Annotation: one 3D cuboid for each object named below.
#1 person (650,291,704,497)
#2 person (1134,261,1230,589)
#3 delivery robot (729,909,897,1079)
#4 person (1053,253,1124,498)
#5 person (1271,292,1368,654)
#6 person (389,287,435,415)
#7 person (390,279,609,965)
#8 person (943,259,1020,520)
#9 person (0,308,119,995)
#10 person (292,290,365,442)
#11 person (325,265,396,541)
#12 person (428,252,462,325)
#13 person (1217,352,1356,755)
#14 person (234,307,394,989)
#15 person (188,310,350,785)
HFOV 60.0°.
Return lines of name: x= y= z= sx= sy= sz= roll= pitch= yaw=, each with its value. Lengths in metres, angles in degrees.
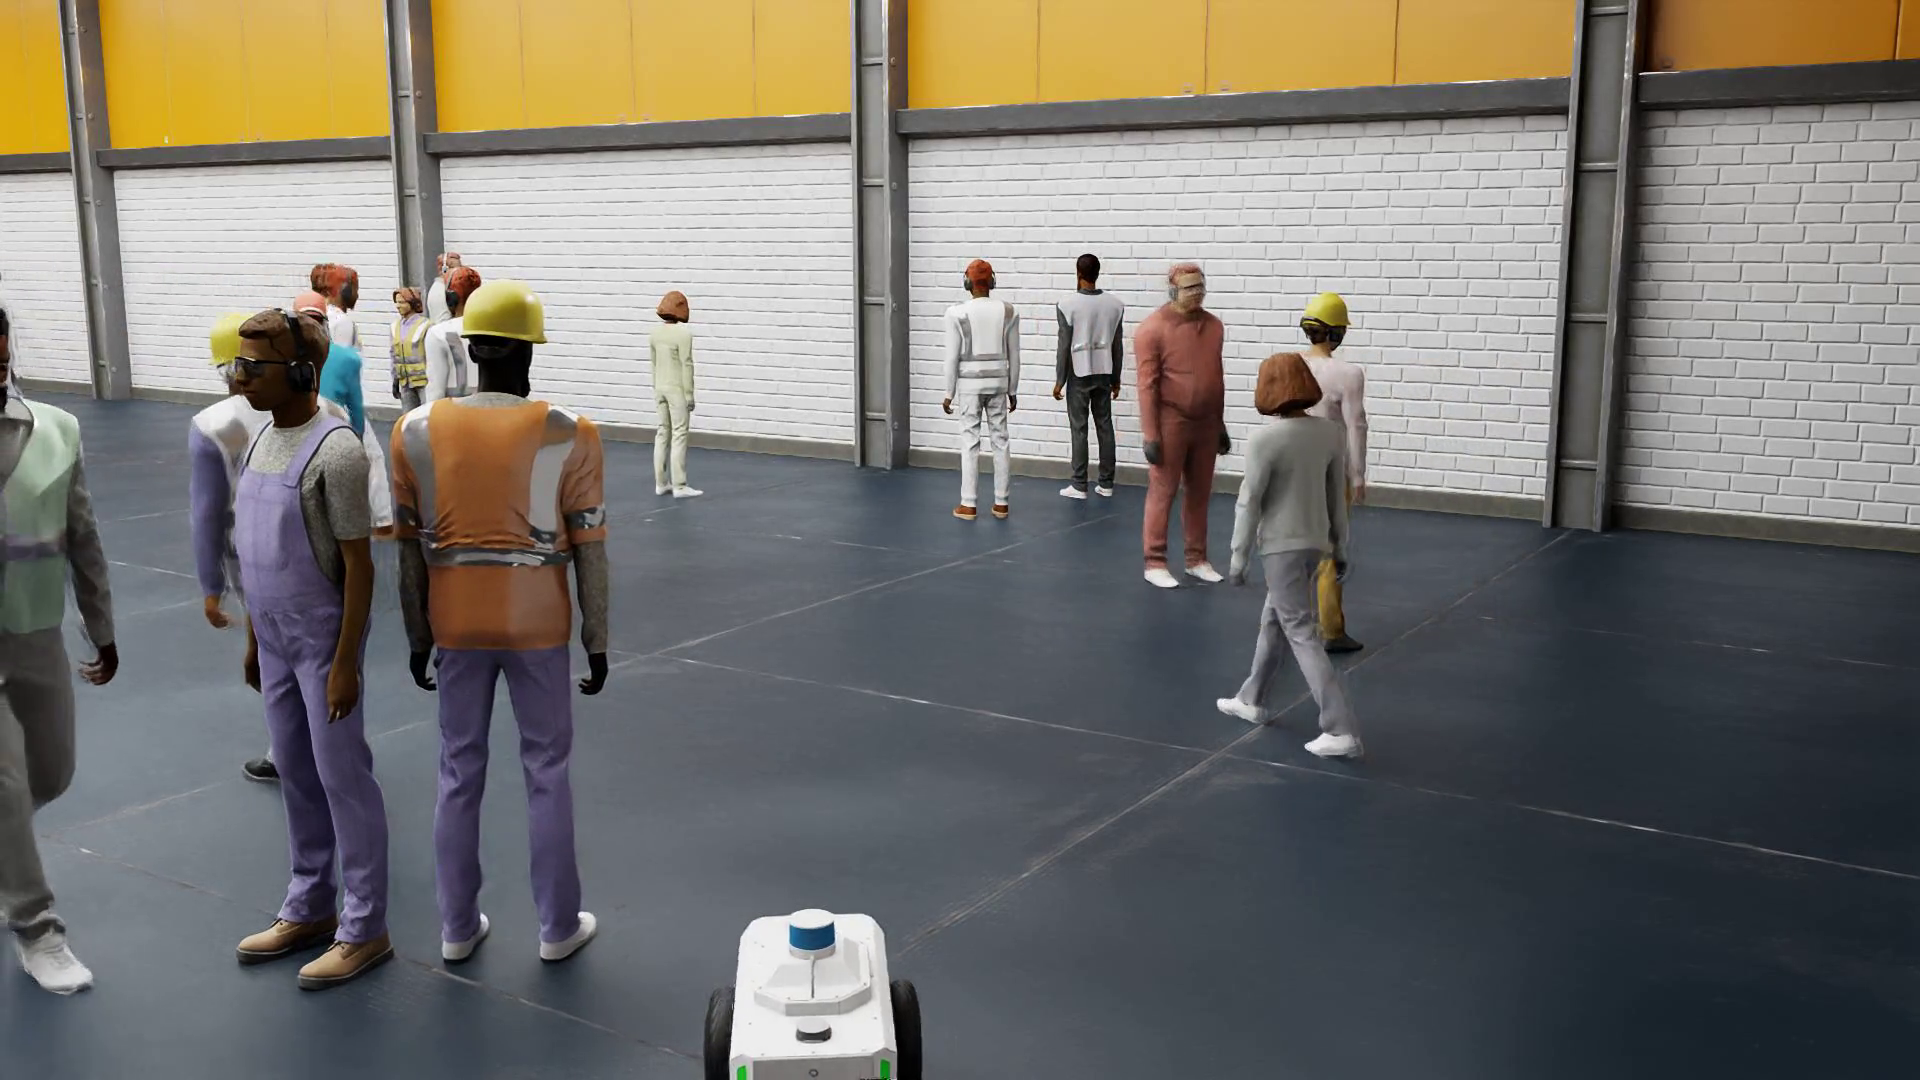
person: x=-2.255 y=-1.151 z=13.160 sx=0.495 sy=1.625 sz=0.293 roll=10 pitch=14 yaw=44
person: x=1.323 y=-0.673 z=9.755 sx=0.653 sy=1.906 sz=0.402 roll=-7 pitch=12 yaw=-33
delivery robot: x=-0.322 y=1.055 z=3.645 sx=0.477 sy=0.478 sz=0.707 roll=-1 pitch=10 yaw=-5
person: x=1.019 y=-1.282 z=13.072 sx=0.594 sy=1.917 sz=0.373 roll=-5 pitch=11 yaw=-25
person: x=1.771 y=-0.327 z=8.201 sx=0.523 sy=1.769 sz=0.321 roll=10 pitch=14 yaw=44
person: x=-4.576 y=-1.306 z=14.013 sx=0.520 sy=1.632 sz=0.322 roll=5 pitch=12 yaw=28
person: x=-1.275 y=0.235 z=4.686 sx=0.589 sy=1.917 sz=0.419 roll=0 pitch=10 yaw=0
person: x=0.157 y=-1.086 z=12.077 sx=0.572 sy=1.887 sz=0.356 roll=-3 pitch=11 yaw=-17
person: x=-2.691 y=0.270 z=4.567 sx=0.760 sy=1.886 sz=0.638 roll=7 pitch=12 yaw=32
person: x=-3.788 y=-0.586 z=9.734 sx=0.581 sy=1.725 sz=0.598 roll=-6 pitch=12 yaw=-29
person: x=-4.038 y=-0.900 z=11.126 sx=0.825 sy=1.852 sz=0.575 roll=-10 pitch=14 yaw=-43
person: x=-4.816 y=-1.774 z=15.834 sx=0.405 sy=1.906 sz=0.653 roll=-2 pitch=10 yaw=-10
person: x=1.329 y=0.041 z=6.675 sx=0.507 sy=1.580 sz=0.869 roll=-7 pitch=13 yaw=-35
person: x=-1.791 y=0.294 z=4.546 sx=0.508 sy=1.846 sz=0.345 roll=8 pitch=13 yaw=36
person: x=-2.370 y=0.086 z=5.883 sx=0.826 sy=1.790 sz=0.600 roll=8 pitch=13 yaw=38
